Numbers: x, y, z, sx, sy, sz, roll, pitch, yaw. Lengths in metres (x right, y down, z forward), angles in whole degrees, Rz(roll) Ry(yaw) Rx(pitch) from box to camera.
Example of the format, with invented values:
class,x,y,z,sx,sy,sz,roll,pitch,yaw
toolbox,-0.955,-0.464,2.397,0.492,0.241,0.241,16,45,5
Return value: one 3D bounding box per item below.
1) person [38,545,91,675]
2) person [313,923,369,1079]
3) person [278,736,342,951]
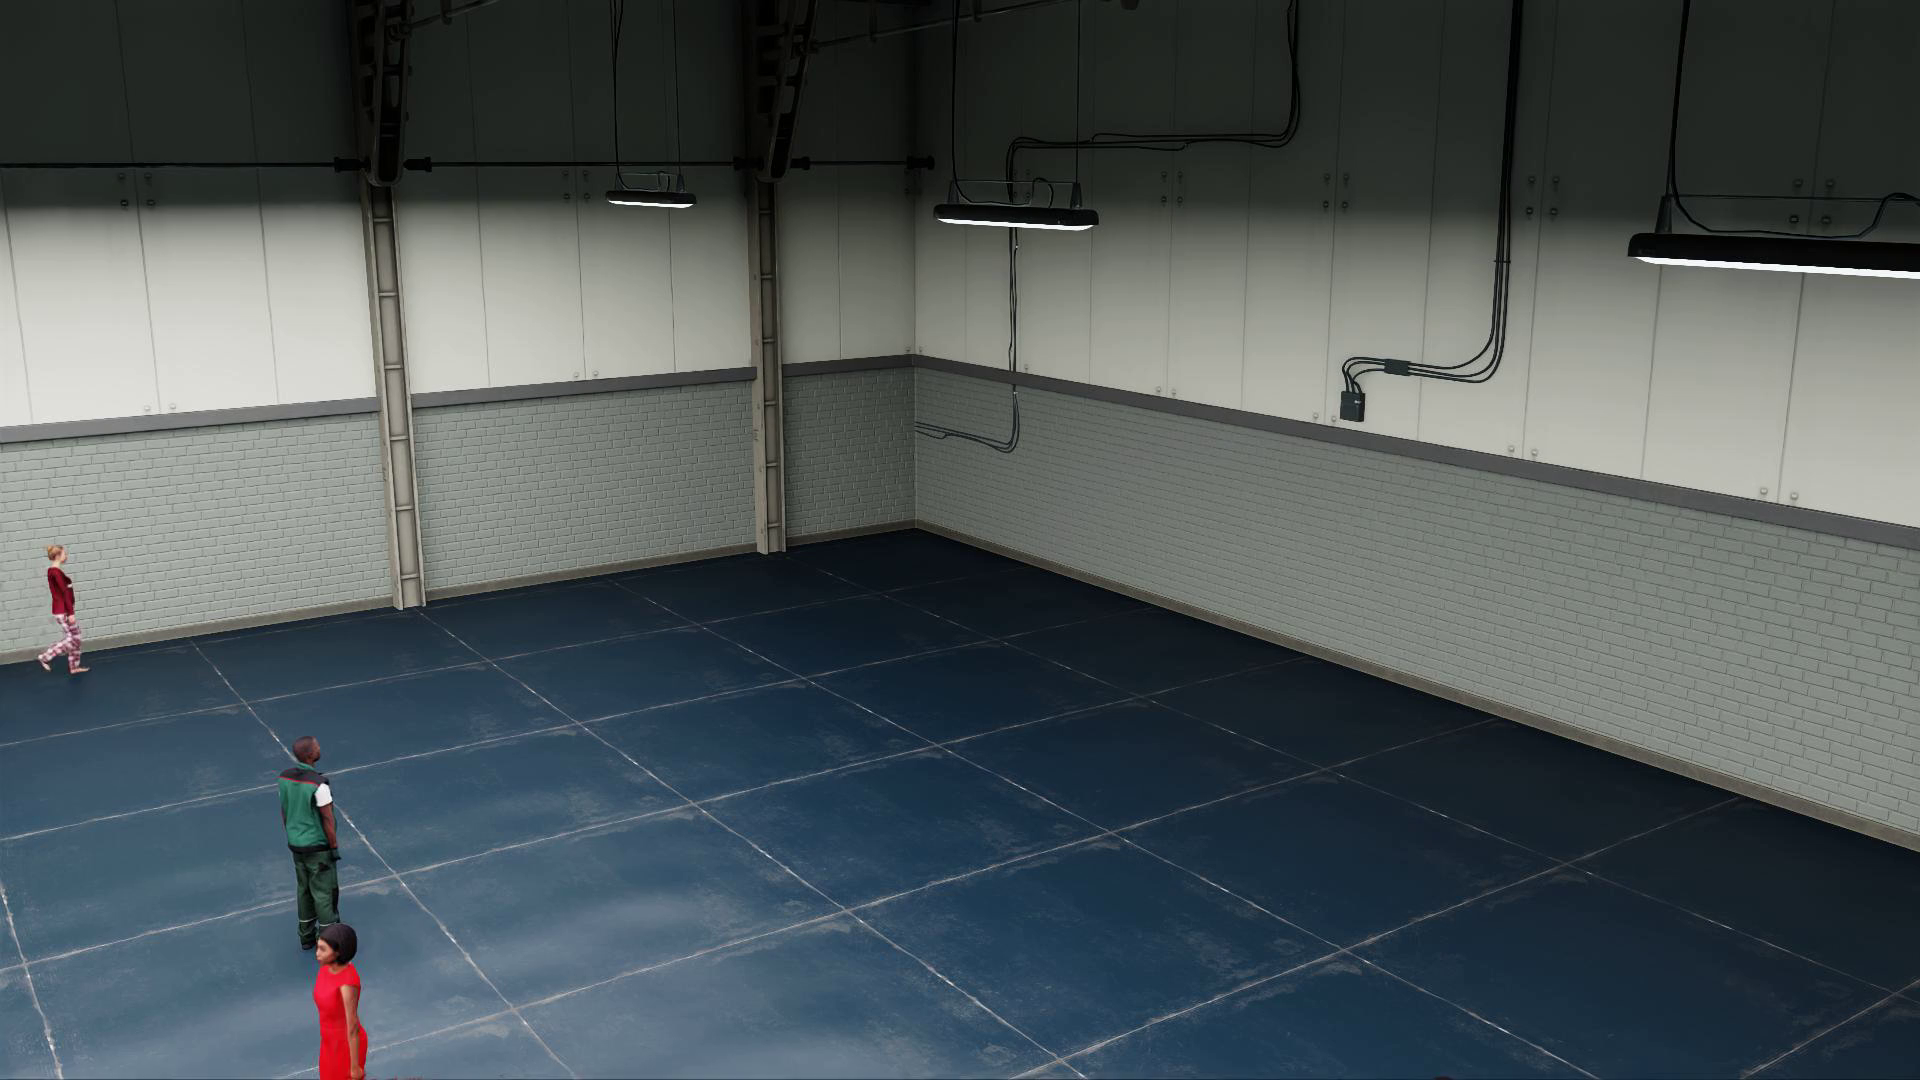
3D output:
class,x,y,z,sx,sy,sz,roll,pitch,yaw
person,-11.314,0.902,20.845,0.765,1.685,0.615,-9,16,-35
person,-3.848,3.252,10.608,0.987,1.725,0.667,-12,18,-42
person,-5.319,2.487,13.660,0.783,1.839,0.777,6,14,25
